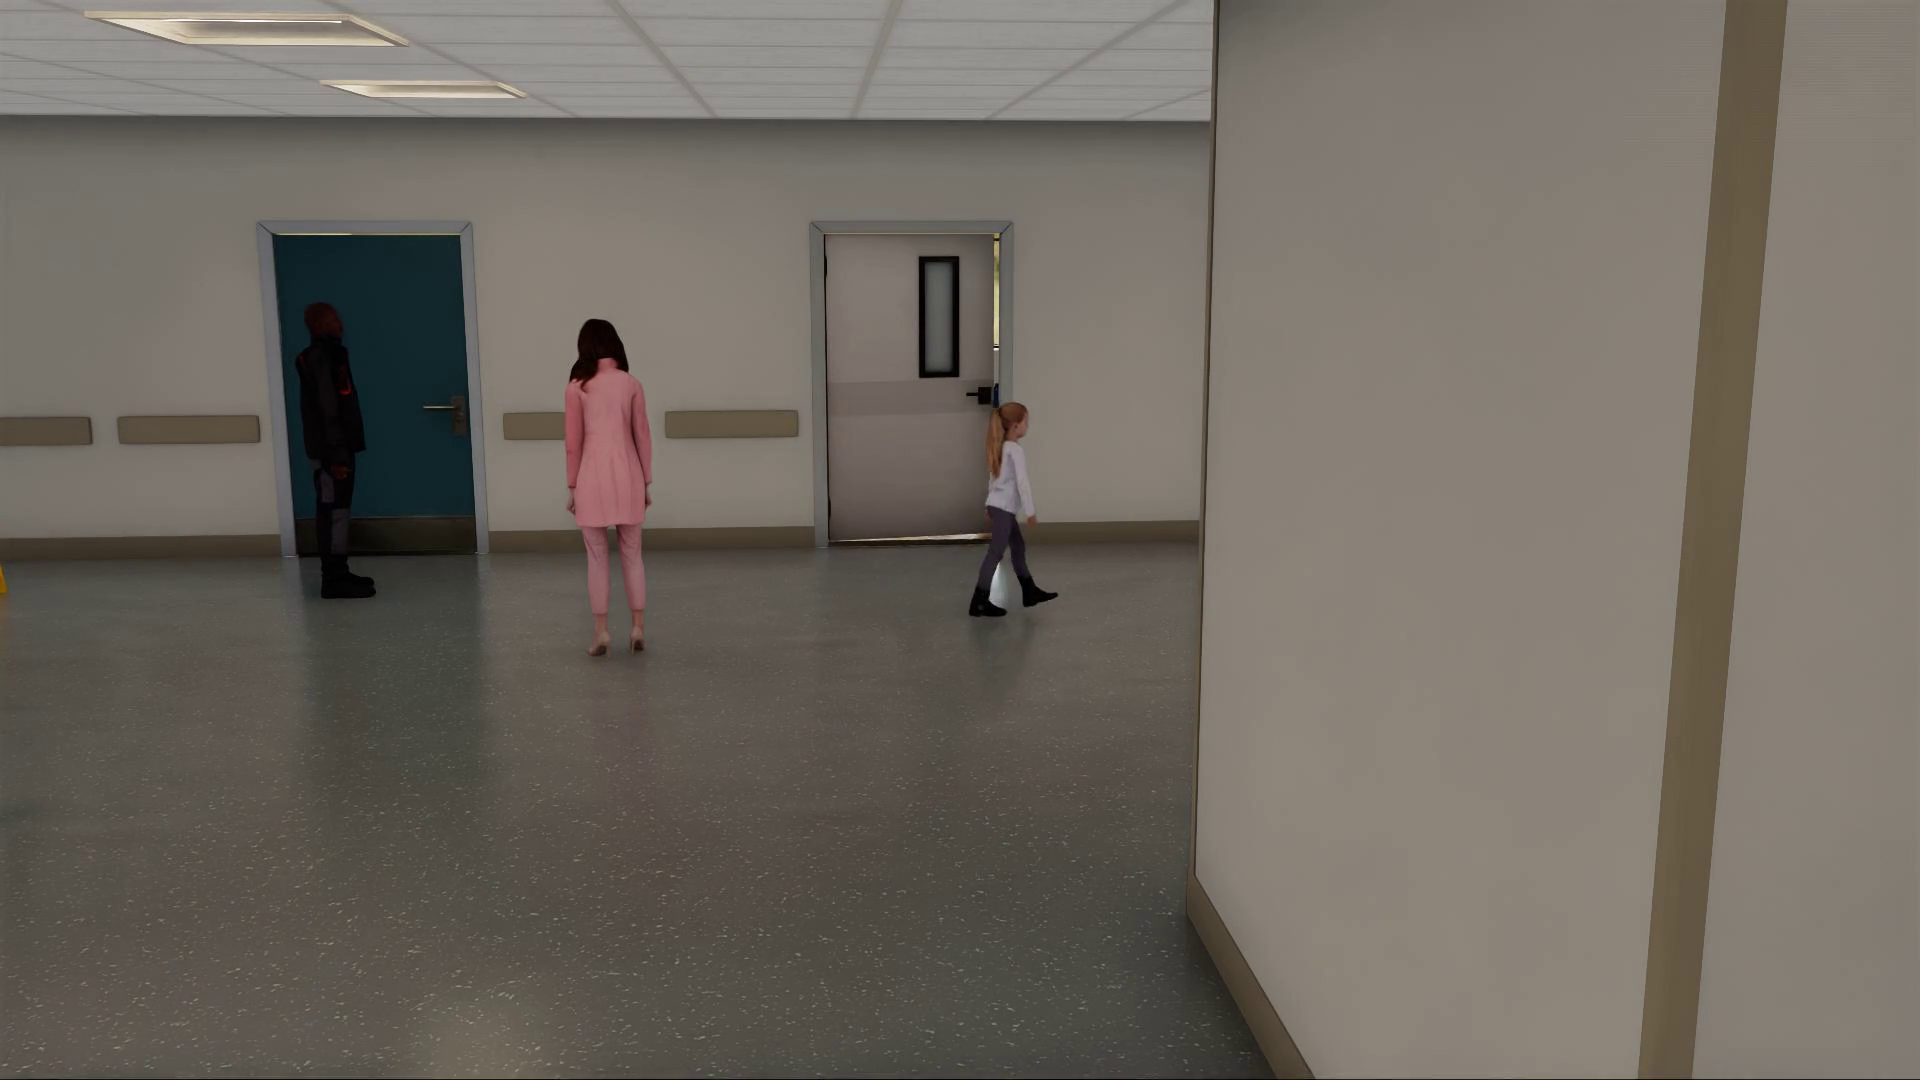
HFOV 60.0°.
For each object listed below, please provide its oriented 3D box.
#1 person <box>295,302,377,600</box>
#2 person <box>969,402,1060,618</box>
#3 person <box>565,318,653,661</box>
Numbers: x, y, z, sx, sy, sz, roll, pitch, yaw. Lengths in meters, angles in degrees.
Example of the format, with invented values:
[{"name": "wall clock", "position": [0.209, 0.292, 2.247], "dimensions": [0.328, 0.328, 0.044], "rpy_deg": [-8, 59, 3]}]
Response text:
[{"name": "person", "position": [-3.919, -0.568, 10.328], "dimensions": [0.715, 1.824, 0.763], "rpy_deg": [-4, 12, -21]}, {"name": "person", "position": [0.201, -0.163, 9.719], "dimensions": [0.845, 1.256, 0.598], "rpy_deg": [-3, 11, -18]}, {"name": "person", "position": [-1.866, -0.270, 8.825], "dimensions": [0.567, 1.800, 0.732], "rpy_deg": [-5, 12, -23]}]
